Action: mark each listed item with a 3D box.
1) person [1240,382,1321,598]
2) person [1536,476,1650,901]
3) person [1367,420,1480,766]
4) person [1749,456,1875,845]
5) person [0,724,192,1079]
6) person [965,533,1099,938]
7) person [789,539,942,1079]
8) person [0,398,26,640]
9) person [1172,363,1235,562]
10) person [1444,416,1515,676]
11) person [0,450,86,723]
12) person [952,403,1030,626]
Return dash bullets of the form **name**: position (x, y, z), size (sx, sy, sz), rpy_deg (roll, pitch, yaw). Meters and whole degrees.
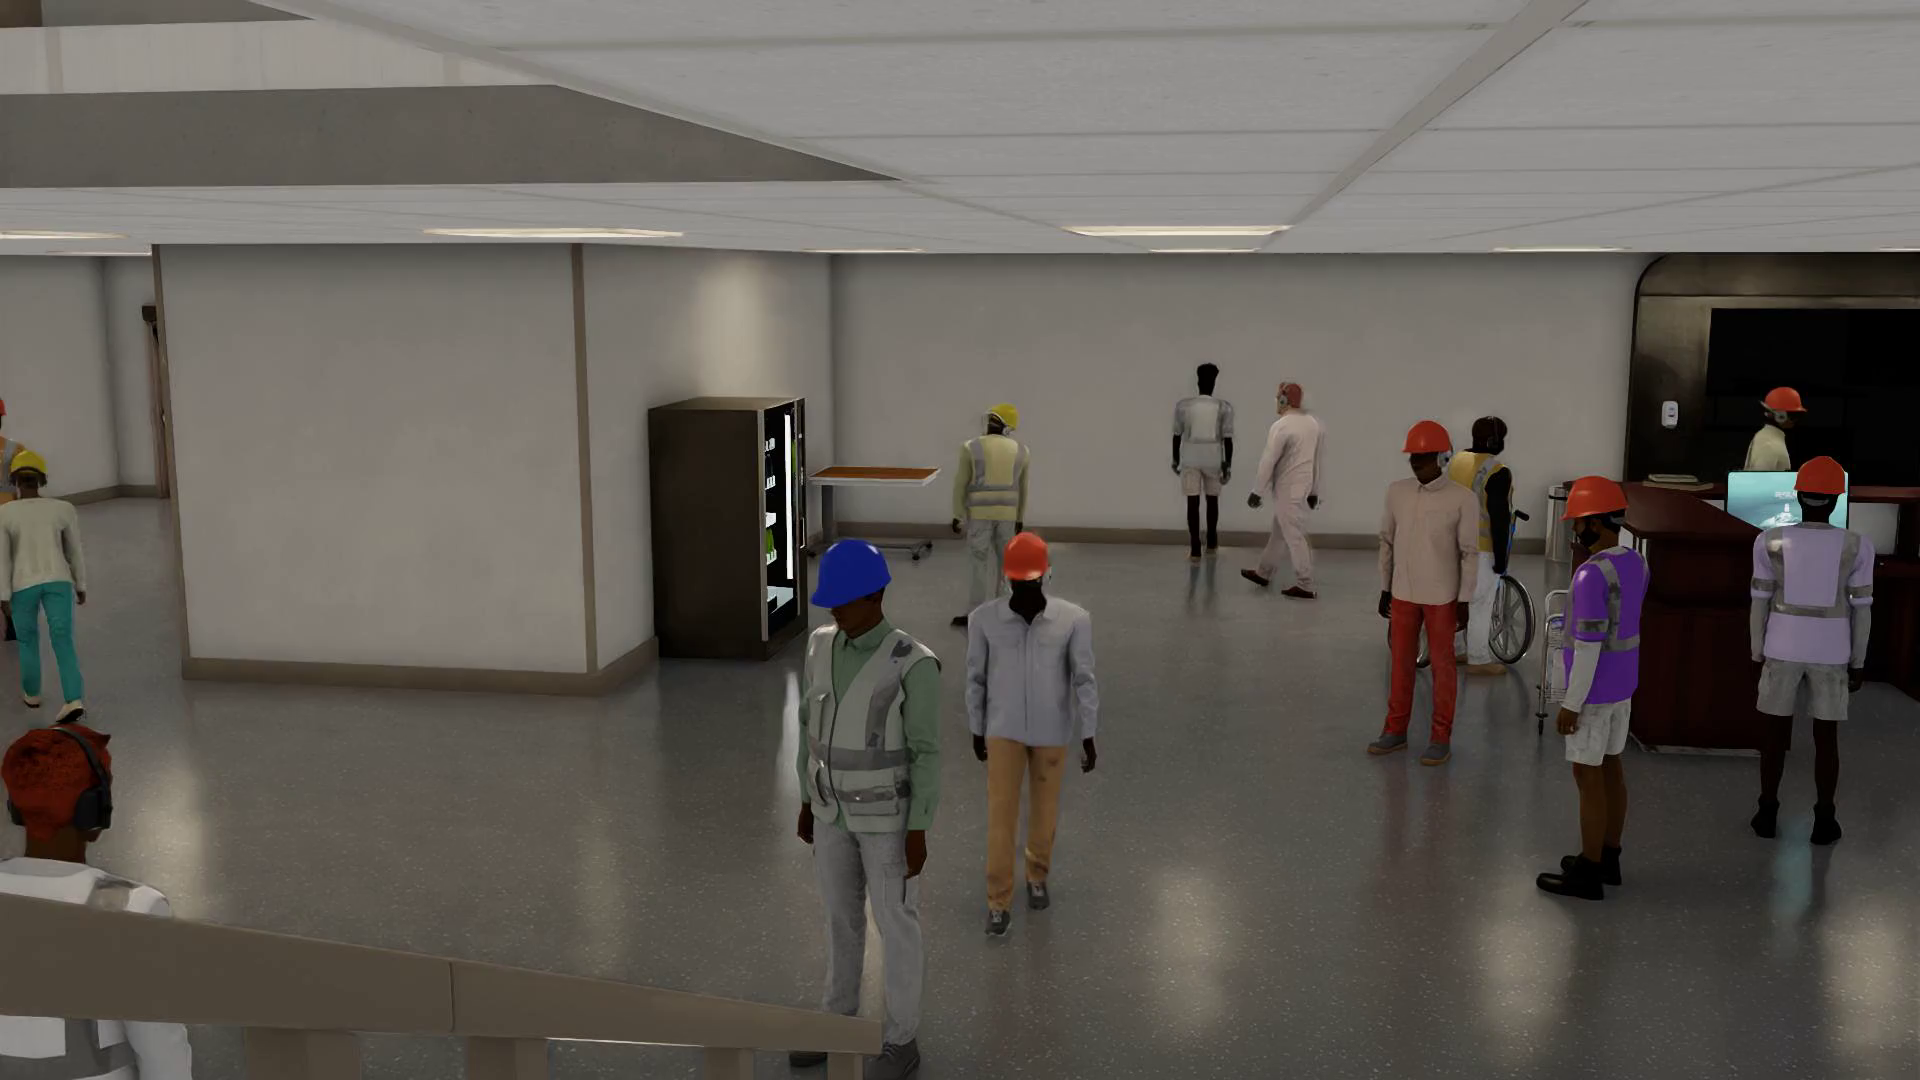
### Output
- **person**: position (2.785, -0.449, 14.653), size (0.926, 1.870, 0.647), rpy_deg (7, 12, 39)
- **person**: position (2.874, 0.668, 7.568), size (0.369, 1.929, 0.542), rpy_deg (9, 13, 43)
- **person**: position (2.682, 0.302, 9.616), size (0.394, 1.994, 0.612), rpy_deg (-9, 13, -44)
- **person**: position (4.214, 0.548, 8.280), size (0.544, 1.939, 0.354), rpy_deg (5, 10, 28)
- **person**: position (-1.952, 1.332, 3.662), size (0.576, 1.873, 0.362), rpy_deg (1, 9, 9)
- **person**: position (0.307, 0.834, 7.172), size (0.574, 1.717, 0.807), rpy_deg (0, 9, 1)
- **person**: position (-0.342, 0.946, 5.828), size (0.604, 1.938, 0.402), rpy_deg (7, 12, 37)
- **person**: position (-7.379, -0.154, 12.649), size (0.572, 1.924, 0.651), rpy_deg (-3, 10, -19)
- **person**: position (2.406, -0.786, 16.507), size (0.614, 1.930, 0.859), rpy_deg (1, 9, 8)
- **person**: position (3.667, 0.040, 11.753), size (0.429, 1.835, 0.633), rpy_deg (-3, 10, -20)
- **person**: position (-5.839, 0.290, 10.585), size (0.531, 1.705, 0.962), rpy_deg (-7, 12, -38)
- **person**: position (0.223, -0.198, 13.381), size (0.689, 1.787, 0.408), rpy_deg (-3, 10, -18)
